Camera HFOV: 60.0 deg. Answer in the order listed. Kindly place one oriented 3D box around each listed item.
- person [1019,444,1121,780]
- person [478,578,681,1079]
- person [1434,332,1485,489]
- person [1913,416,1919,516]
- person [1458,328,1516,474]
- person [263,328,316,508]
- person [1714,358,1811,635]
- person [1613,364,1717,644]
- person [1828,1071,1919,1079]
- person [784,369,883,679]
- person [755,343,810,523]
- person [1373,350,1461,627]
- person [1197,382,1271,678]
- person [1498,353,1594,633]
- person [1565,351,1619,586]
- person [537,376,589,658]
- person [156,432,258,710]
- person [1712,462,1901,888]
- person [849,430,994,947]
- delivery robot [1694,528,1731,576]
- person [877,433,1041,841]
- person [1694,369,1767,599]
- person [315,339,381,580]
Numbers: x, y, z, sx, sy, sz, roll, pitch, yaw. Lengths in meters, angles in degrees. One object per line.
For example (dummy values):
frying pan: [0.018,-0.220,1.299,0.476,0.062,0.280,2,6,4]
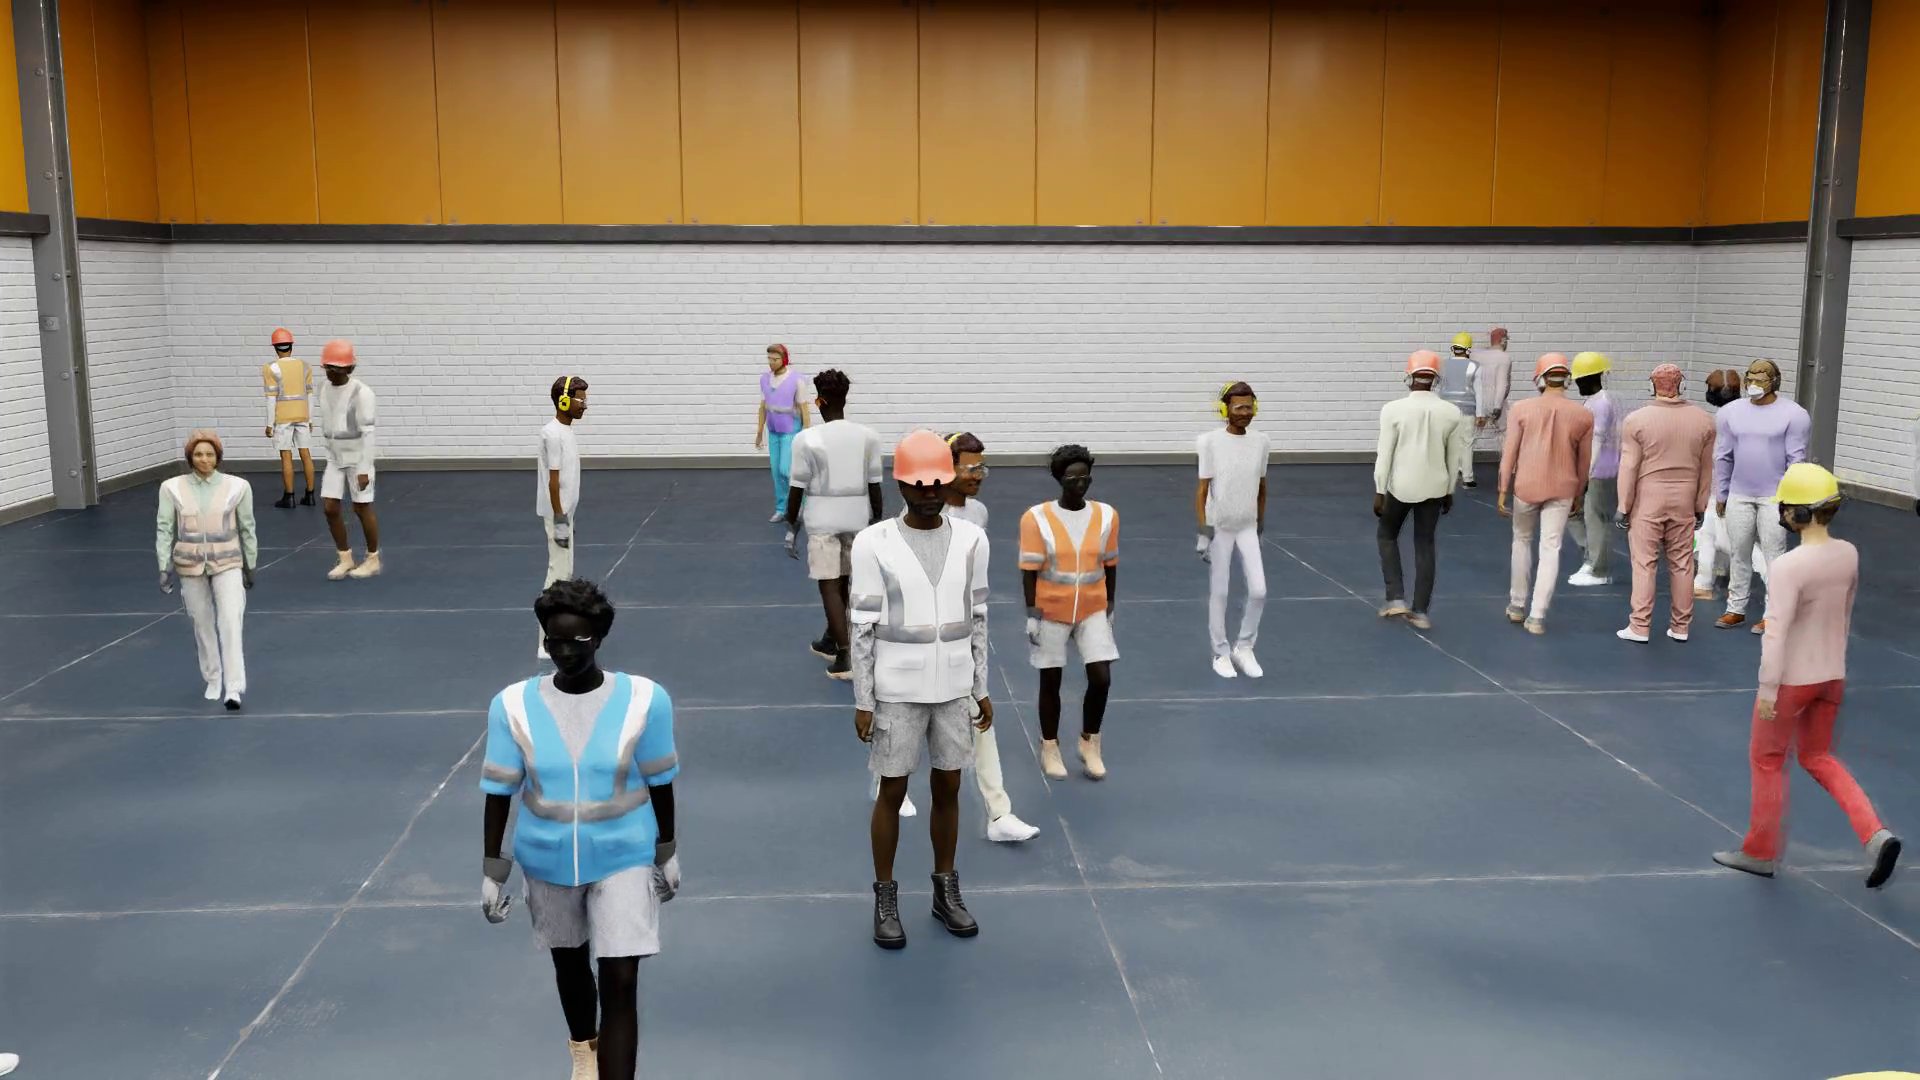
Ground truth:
person: [0.540,0.368,8.158,0.540,1.683,0.463,-2,9,-11]
person: [-1.080,0.934,4.693,0.552,1.650,0.861,0,9,-2]
person: [5.854,-1.511,19.492,0.589,1.834,0.403,6,11,35]
person: [7.282,-0.346,12.214,0.632,1.824,0.549,0,9,1]
person: [6.623,-1.725,20.814,1.024,1.854,0.649,-4,10,-22]
person: [-7.221,-1.304,17.889,0.376,1.932,0.543,8,12,40]
person: [5.581,-0.302,11.632,0.383,1.932,0.622,-8,12,-40]
person: [4.760,-0.242,11.313,0.644,1.903,0.399,0,9,-2]
person: [0.669,1.335,1.323,0.588,1.930,0.364,-5,10,-29]
person: [-0.802,-0.116,10.479,0.626,1.925,0.916,-5,11,-31]
person: [-1.772,-1.070,16.760,0.613,1.822,0.438,7,12,38]
person: [3.246,-0.374,11.921,0.648,1.967,0.567,-1,9,-6]
person: [1.685,-0.046,10.258,0.518,1.849,0.511,-2,9,-10]
person: [4.136,-0.345,11.825,0.627,1.937,0.824,2,9,13]
person: [5.052,-0.562,13.336,0.439,1.896,0.601,2,9,10]
person: [-2.590,-0.144,10.889,0.371,1.849,0.503,0,9,-2]
person: [-4.320,0.191,9.550,0.517,1.601,0.835,-3,9,-16]
person: [3.451,0.560,6.723,0.535,1.747,0.654,-5,10,-28]
person: [-0.129,0.552,6.214,0.553,1.935,0.362,-4,10,-21]
delivery robot: [6.117,0.028,13.540,0.477,0.478,0.707,3,10,20]
person: [-0.055,0.420,7.457,0.523,1.812,1.019,-8,12,-40]
person: [5.891,-0.388,12.554,0.803,1.808,0.661,6,11,33]
person: [-4.962,-0.641,13.538,0.631,1.986,0.667,4,10,21]
